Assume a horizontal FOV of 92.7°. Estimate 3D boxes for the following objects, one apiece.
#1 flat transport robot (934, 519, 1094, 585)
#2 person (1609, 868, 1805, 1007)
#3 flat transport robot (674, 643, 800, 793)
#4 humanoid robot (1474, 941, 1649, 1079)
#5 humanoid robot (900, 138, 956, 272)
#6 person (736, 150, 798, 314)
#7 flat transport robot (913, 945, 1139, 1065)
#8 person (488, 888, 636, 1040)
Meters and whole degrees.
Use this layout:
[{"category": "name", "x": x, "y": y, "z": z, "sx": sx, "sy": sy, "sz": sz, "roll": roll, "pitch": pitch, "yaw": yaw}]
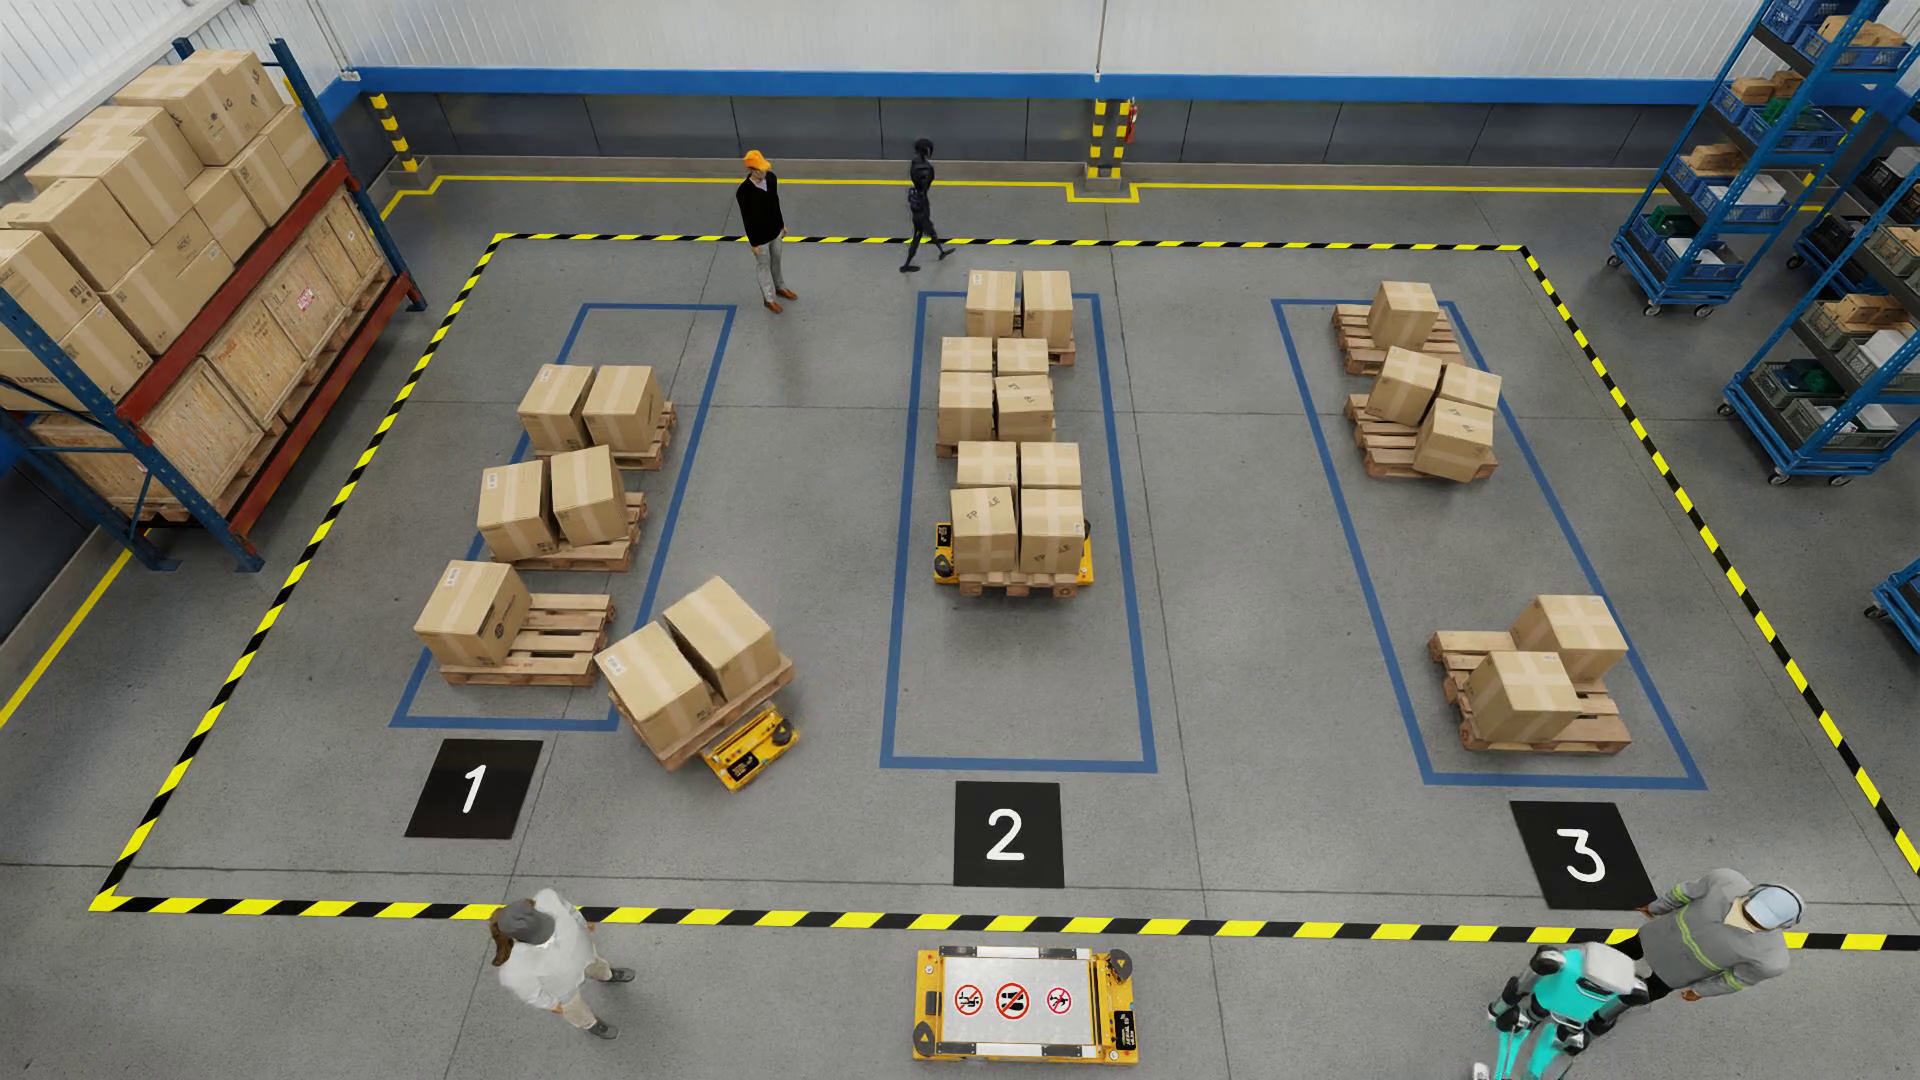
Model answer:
[{"category": "flat transport robot", "x": 0.490, "y": 0.087, "z": 8.397, "sx": 1.431, "sy": 0.197, "sz": 0.652, "roll": 1, "pitch": 51, "yaw": 1}, {"category": "person", "x": 4.323, "y": 2.431, "z": 5.482, "sx": 0.366, "sy": 1.852, "sz": 0.589, "roll": -4, "pitch": 51, "yaw": -3}, {"category": "flat transport robot", "x": -2.001, "y": 1.306, "z": 7.403, "sx": 0.652, "sy": 0.197, "sz": 1.431, "roll": -37, "pitch": 60, "yaw": -26}, {"category": "humanoid robot", "x": 3.250, "y": 2.916, "z": 5.196, "sx": 0.560, "sy": 1.829, "sz": 0.785, "roll": 17, "pitch": 53, "yaw": 13}, {"category": "humanoid robot", "x": -0.391, "y": -3.925, "z": 10.793, "sx": 0.739, "sy": 1.626, "sz": 0.613, "roll": -8, "pitch": 51, "yaw": -6}, {"category": "person", "x": -2.163, "y": -3.444, "z": 10.252, "sx": 0.362, "sy": 1.885, "sz": 0.586, "roll": 25, "pitch": 55, "yaw": 19}, {"category": "flat transport robot", "x": 0.422, "y": 3.041, "z": 6.007, "sx": 1.431, "sy": 0.231, "sz": 0.659, "roll": 1, "pitch": 51, "yaw": 1}, {"category": "person", "x": -2.372, "y": 2.522, "z": 5.464, "sx": 0.403, "sy": 1.763, "sz": 0.563, "roll": 6, "pitch": 51, "yaw": 5}]
